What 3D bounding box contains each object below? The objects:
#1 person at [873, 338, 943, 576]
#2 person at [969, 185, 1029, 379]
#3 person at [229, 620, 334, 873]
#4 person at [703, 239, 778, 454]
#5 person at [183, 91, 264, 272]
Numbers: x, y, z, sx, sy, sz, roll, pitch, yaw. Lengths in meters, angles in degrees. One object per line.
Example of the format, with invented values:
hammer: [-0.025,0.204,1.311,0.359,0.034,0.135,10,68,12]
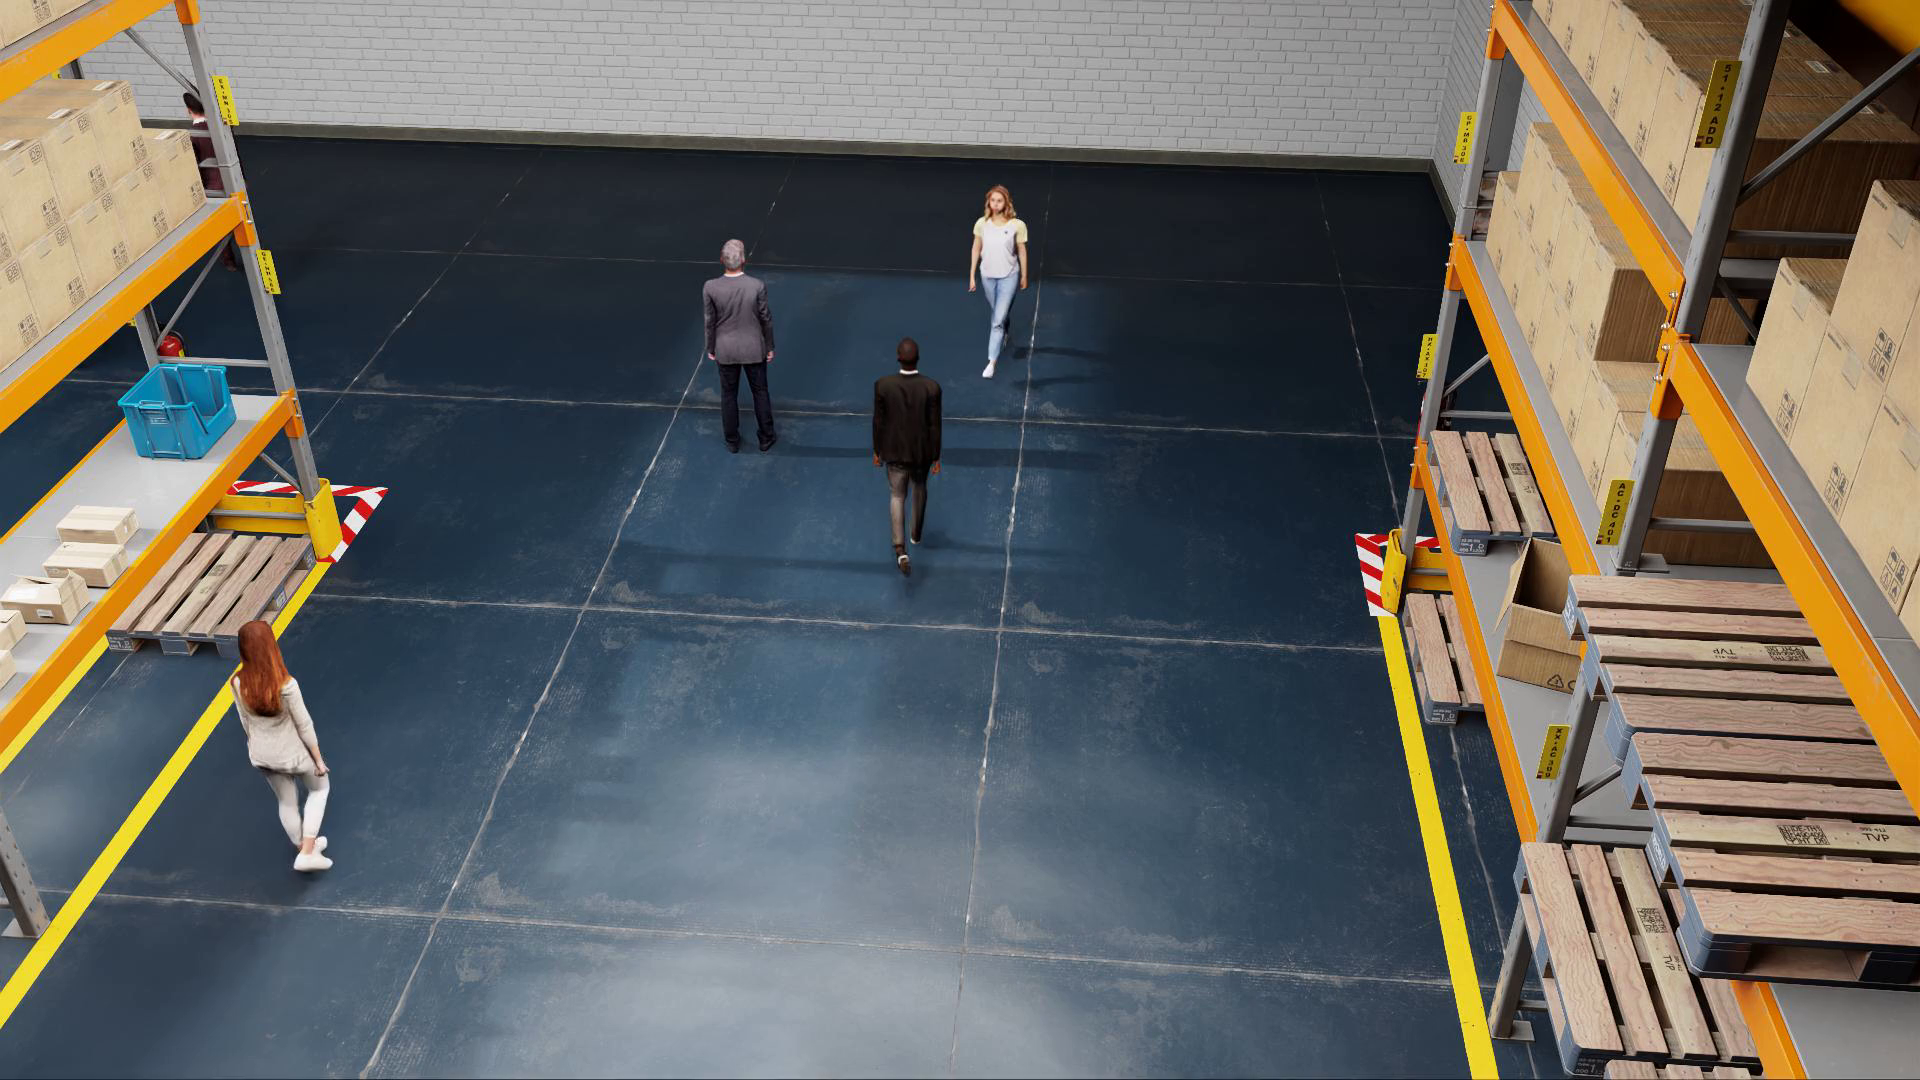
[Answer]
person: [-0.364,-0.578,11.976,0.701,1.770,1.131,1,34,1]
person: [0.360,-2.332,14.714,0.792,1.659,1.222,9,35,13]
person: [-3.830,1.248,9.299,0.629,1.692,0.635,4,34,6]
person: [-1.764,-1.556,13.382,0.753,1.842,0.657,-3,34,-4]
person: [-7.164,-3.431,16.202,1.121,1.843,1.154,-28,43,-35]
